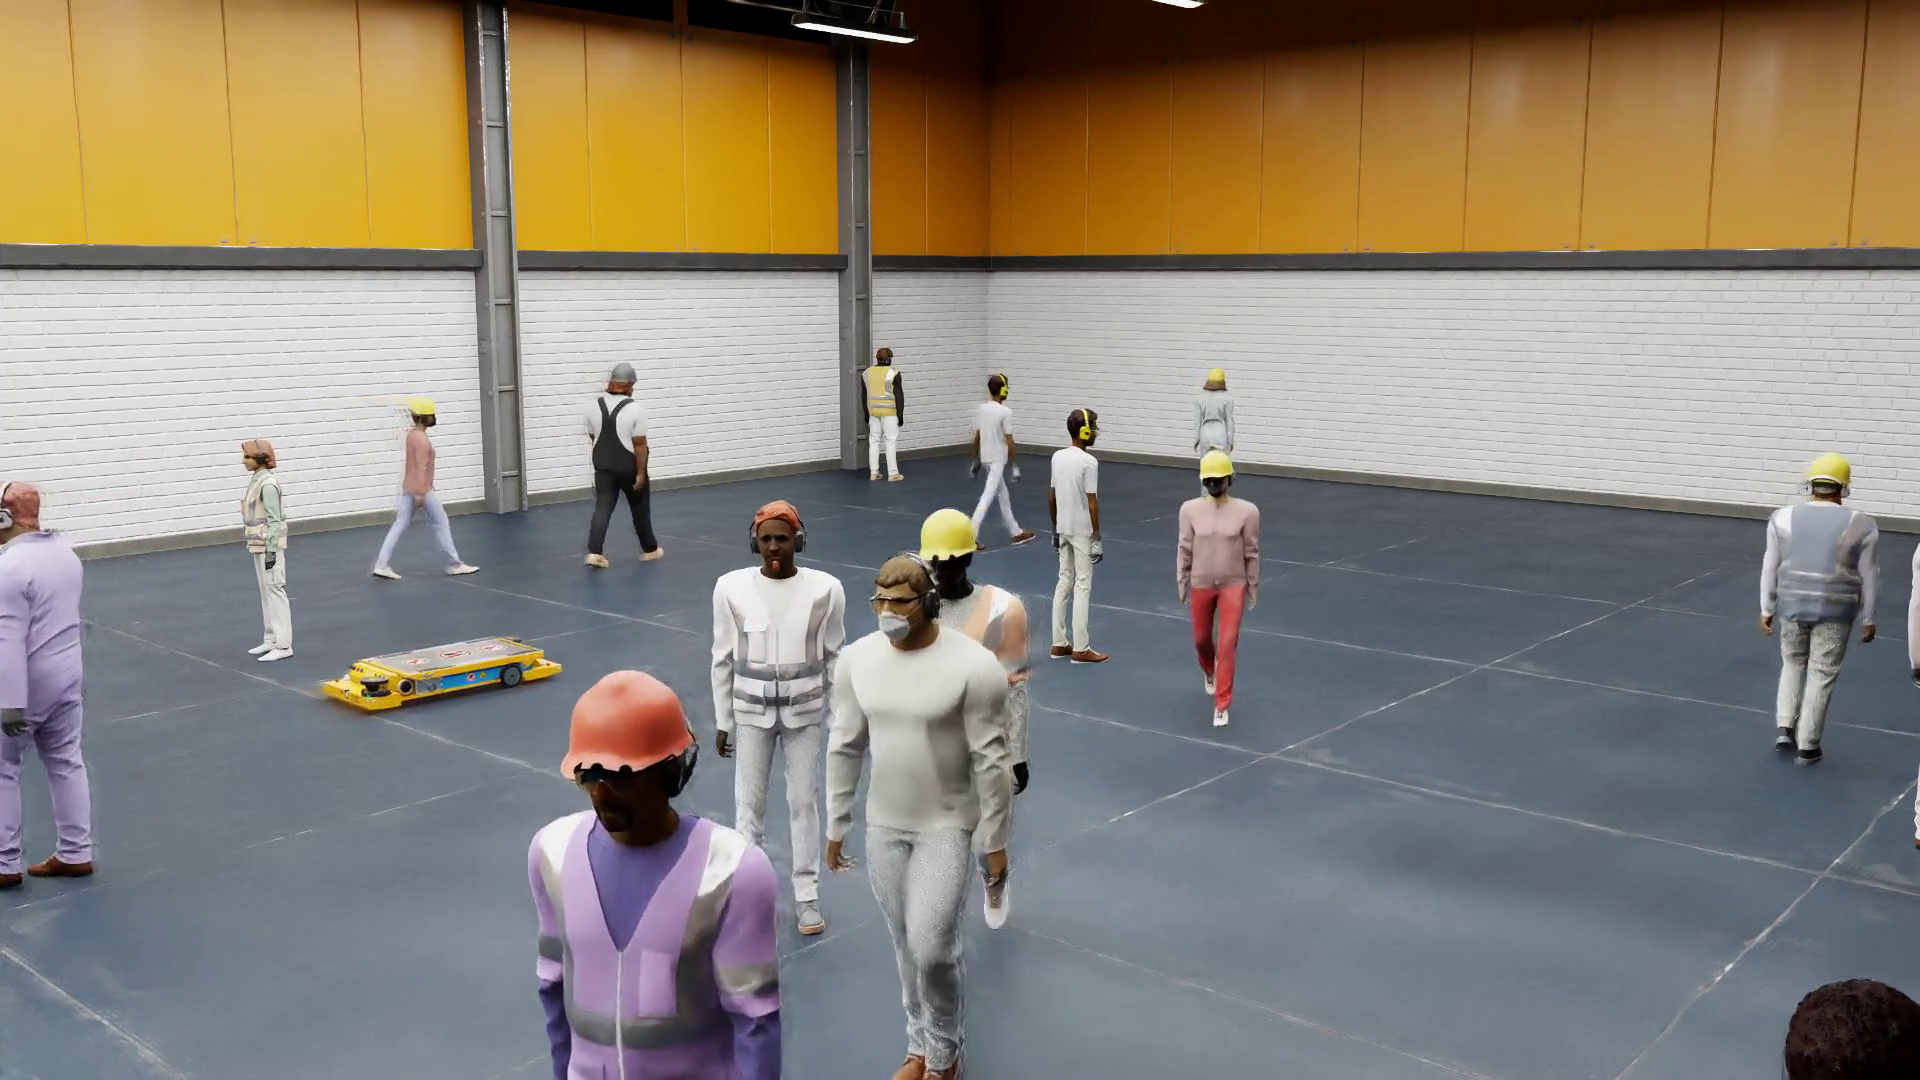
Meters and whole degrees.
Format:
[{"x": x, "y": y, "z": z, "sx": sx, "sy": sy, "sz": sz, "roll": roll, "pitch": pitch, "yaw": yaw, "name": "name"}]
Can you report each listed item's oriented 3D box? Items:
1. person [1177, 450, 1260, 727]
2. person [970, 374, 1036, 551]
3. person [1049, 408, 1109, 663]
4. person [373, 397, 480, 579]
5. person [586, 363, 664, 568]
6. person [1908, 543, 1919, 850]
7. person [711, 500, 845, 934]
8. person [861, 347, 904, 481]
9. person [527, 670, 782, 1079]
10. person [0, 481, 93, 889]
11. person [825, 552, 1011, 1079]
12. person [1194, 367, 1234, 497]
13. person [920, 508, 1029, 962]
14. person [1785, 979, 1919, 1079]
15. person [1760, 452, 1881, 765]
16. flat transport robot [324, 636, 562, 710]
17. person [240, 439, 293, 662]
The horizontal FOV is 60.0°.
[{"x": 1.666, "y": 0.271, "z": 10.712, "sx": 0.524, "sy": 1.741, "sz": 0.744, "roll": 2, "pitch": 9, "yaw": 15, "name": "person"}, {"x": 0.392, "y": -0.806, "z": 17.216, "sx": 1.007, "sy": 1.820, "sz": 0.543, "roll": -7, "pitch": 11, "yaw": -36, "name": "person"}, {"x": 0.860, "y": -0.031, "z": 12.207, "sx": 0.312, "sy": 1.864, "sz": 0.532, "roll": -6, "pitch": 11, "yaw": -35, "name": "person"}, {"x": -5.058, "y": -0.481, "z": 15.530, "sx": 0.952, "sy": 1.714, "sz": 0.524, "roll": -7, "pitch": 11, "yaw": -36, "name": "person"}, {"x": -3.310, "y": -0.755, "z": 16.199, "sx": 0.687, "sy": 2.000, "sz": 1.015, "roll": 3, "pitch": 10, "yaw": 20, "name": "person"}, {"x": 4.944, "y": 0.611, "z": 8.040, "sx": 0.405, "sy": 1.906, "sz": 0.653, "roll": -6, "pitch": 11, "yaw": -35, "name": "person"}, {"x": -0.775, "y": 0.766, "z": 7.142, "sx": 0.574, "sy": 1.883, "sz": 0.360, "roll": -1, "pitch": 9, "yaw": -4, "name": "person"}, {"x": -1.043, "y": -1.732, "z": 22.957, "sx": 0.633, "sy": 1.842, "sz": 0.429, "roll": 5, "pitch": 10, "yaw": 27, "name": "person"}, {"x": -0.684, "y": 1.259, "z": 3.731, "sx": 0.628, "sy": 1.989, "sz": 1.042, "roll": 2, "pitch": 9, "yaw": 15, "name": "person"}, {"x": -4.405, "y": 0.669, "z": 7.707, "sx": 0.656, "sy": 1.890, "sz": 0.680, "roll": 0, "pitch": 9, "yaw": 0, "name": "person"}, {"x": -0.168, "y": 0.990, "z": 5.621, "sx": 0.655, "sy": 1.916, "sz": 0.582, "roll": 5, "pitch": 10, "yaw": 28, "name": "person"}, {"x": 3.069, "y": -1.217, "z": 20.083, "sx": 0.489, "sy": 1.755, "sz": 0.338, "roll": 4, "pitch": 10, "yaw": 26, "name": "person"}, {"x": 0.007, "y": 0.804, "z": 6.805, "sx": 0.609, "sy": 1.913, "sz": 0.584, "roll": 3, "pitch": 9, "yaw": 17, "name": "person"}, {"x": 1.233, "y": 1.519, "z": 2.394, "sx": 0.620, "sy": 1.880, "sz": 0.876, "roll": 5, "pitch": 10, "yaw": 28, "name": "person"}, {"x": 4.997, "y": 0.398, "z": 9.658, "sx": 0.611, "sy": 1.812, "sz": 0.459, "roll": 8, "pitch": 12, "yaw": 41, "name": "person"}, {"x": -3.528, "y": 0.891, "z": 11.404, "sx": 0.652, "sy": 0.197, "sz": 1.431, "roll": 9, "pitch": 12, "yaw": 43, "name": "flat transport robot"}, {"x": -5.118, "y": 0.072, "z": 12.268, "sx": 0.306, "sy": 1.637, "sz": 0.523, "roll": -6, "pitch": 11, "yaw": -33, "name": "person"}]
